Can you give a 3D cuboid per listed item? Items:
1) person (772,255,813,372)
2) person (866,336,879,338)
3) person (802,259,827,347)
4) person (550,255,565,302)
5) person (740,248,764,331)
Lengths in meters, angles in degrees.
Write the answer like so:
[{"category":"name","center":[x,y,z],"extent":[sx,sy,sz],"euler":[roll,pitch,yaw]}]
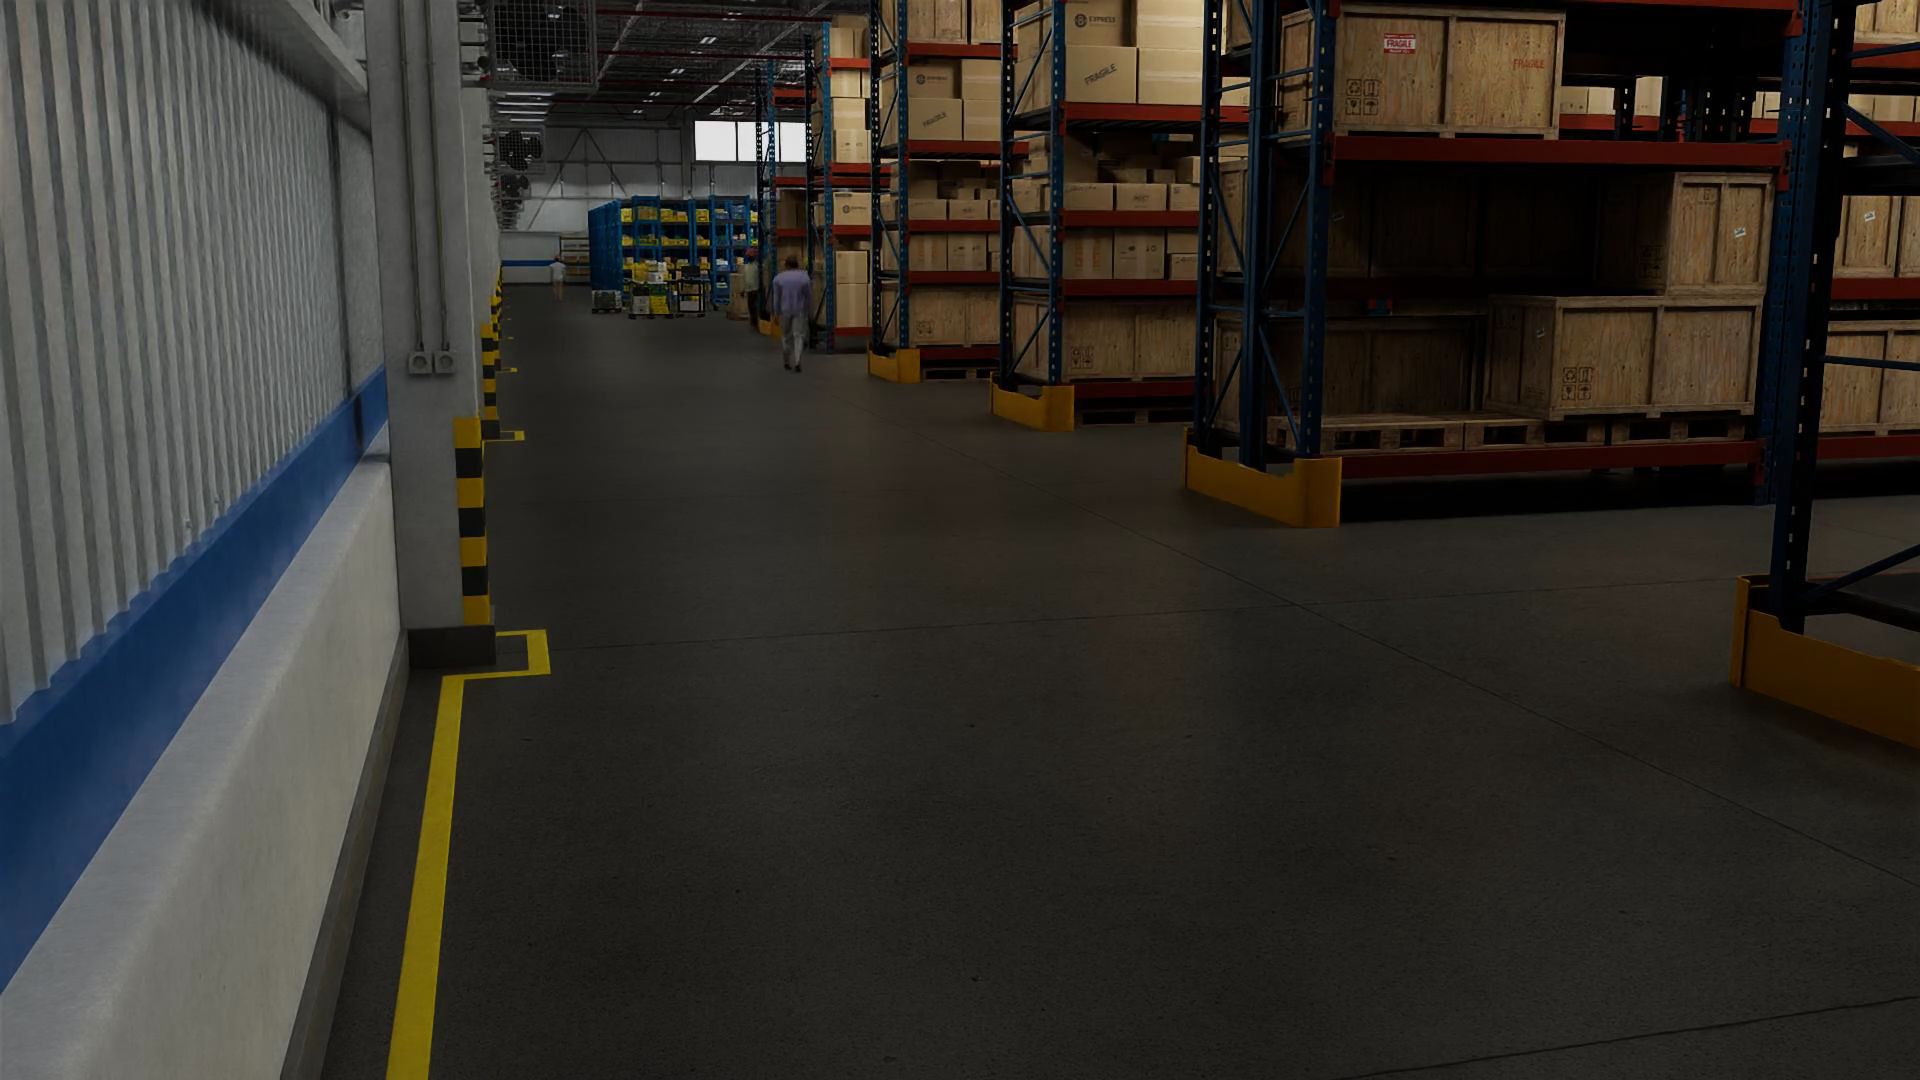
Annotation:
[{"category":"person","center":[-2.715,-3.677,27.012],"extent":[0.649,1.897,1.017],"euler":[-2,10,-9]},{"category":"person","center":[-1.566,-5.396,36.704],"extent":[0.979,1.908,0.631],"euler":[-2,10,-10]},{"category":"person","center":[-2.948,-4.779,33.576],"extent":[0.622,1.774,0.894],"euler":[9,13,41]},{"category":"person","center":[-14.632,-9.492,60.430],"extent":[0.563,1.713,0.825],"euler":[-3,11,-19]},{"category":"person","center":[-5.041,-5.979,39.790],"extent":[0.656,1.968,0.678],"euler":[9,13,42]}]
